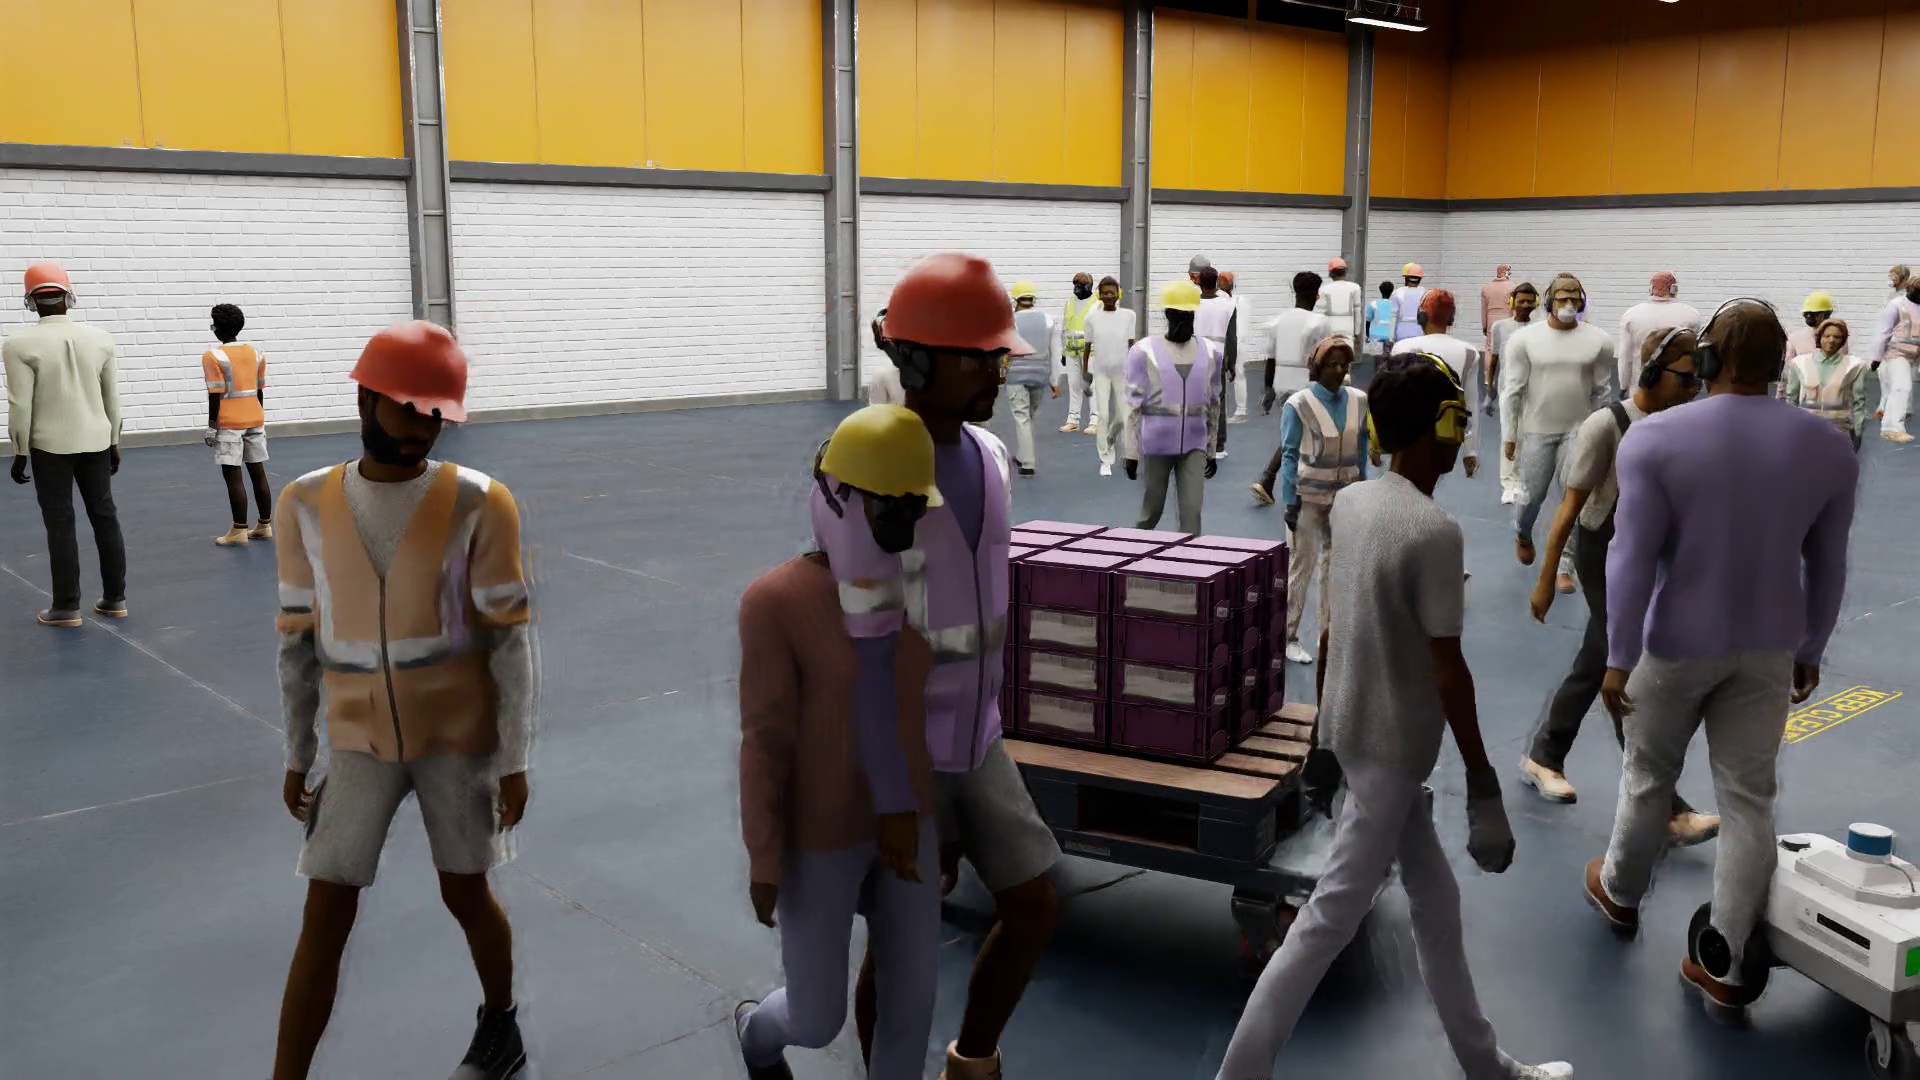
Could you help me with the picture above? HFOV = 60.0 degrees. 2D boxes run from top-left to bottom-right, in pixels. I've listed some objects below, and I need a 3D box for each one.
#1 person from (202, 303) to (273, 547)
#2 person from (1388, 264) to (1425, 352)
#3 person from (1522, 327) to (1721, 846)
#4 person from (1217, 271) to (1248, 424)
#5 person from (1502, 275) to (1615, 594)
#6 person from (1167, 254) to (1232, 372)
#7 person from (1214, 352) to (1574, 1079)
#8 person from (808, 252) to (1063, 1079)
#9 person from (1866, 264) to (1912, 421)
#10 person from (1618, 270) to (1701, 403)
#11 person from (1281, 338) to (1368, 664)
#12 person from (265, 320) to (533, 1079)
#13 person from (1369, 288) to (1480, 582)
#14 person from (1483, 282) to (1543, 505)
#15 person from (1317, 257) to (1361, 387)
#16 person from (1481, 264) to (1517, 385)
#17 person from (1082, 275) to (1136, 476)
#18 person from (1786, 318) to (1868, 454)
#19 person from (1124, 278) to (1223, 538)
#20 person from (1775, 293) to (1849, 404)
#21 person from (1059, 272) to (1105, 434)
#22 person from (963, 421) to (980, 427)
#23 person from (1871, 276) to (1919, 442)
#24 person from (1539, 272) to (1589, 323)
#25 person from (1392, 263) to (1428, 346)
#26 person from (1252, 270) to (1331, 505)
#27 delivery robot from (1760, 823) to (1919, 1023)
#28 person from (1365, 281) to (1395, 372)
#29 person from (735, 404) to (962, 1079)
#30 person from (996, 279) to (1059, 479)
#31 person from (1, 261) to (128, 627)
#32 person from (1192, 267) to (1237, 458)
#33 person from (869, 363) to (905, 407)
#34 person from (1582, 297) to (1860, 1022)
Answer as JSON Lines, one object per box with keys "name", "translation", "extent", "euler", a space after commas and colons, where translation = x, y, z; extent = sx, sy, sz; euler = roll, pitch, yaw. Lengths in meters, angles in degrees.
{"name": "person", "translation": [-5.069, -0.803, 11.645], "extent": [0.317, 1.695, 0.540], "euler": [3, 10, 19]}
{"name": "person", "translation": [5.993, -2.705, 22.166], "extent": [0.552, 1.901, 0.782], "euler": [2, 10, 12]}
{"name": "person", "translation": [2.357, 0.142, 5.875], "extent": [0.570, 1.775, 0.968], "euler": [-5, 11, -26]}
{"name": "person", "translation": [3.130, -2.275, 19.870], "extent": [0.986, 1.827, 0.579], "euler": [-9, 13, -42]}
{"name": "person", "translation": [3.653, -0.668, 10.249], "extent": [0.636, 1.919, 0.784], "euler": [2, 10, 9]}
{"name": "person", "translation": [2.495, -1.959, 17.410], "extent": [0.687, 2.000, 0.538], "euler": [0, 10, 3]}
{"name": "person", "translation": [0.972, 0.494, 3.728], "extent": [0.970, 1.812, 0.593], "euler": [-1, 10, -7]}
{"name": "person", "translation": [-0.023, 0.433, 3.442], "extent": [0.529, 2.024, 0.631], "euler": [8, 13, 39]}
{"name": "person", "translation": [11.433, -2.410, 20.416], "extent": [0.738, 1.910, 0.656], "euler": [2, 10, 10]}
{"name": "person", "translation": [5.936, -1.332, 14.153], "extent": [0.642, 1.902, 0.399], "euler": [5, 11, 25]}
{"name": "person", "translation": [1.802, -0.194, 8.292], "extent": [0.521, 1.620, 0.342], "euler": [-4, 11, -23]}
{"name": "person", "translation": [-1.266, 0.464, 3.711], "extent": [0.597, 1.876, 0.753], "euler": [-1, 10, -4]}
{"name": "person", "translation": [2.831, -0.581, 9.935], "extent": [0.578, 1.844, 0.958], "euler": [-3, 10, -19]}
{"name": "person", "translation": [4.665, -1.239, 13.888], "extent": [0.537, 1.819, 0.975], "euler": [2, 10, 13]}
{"name": "person", "translation": [5.264, -2.909, 23.069], "extent": [0.619, 2.017, 0.796], "euler": [1, 10, 5]}
{"name": "person", "translation": [8.443, -3.344, 25.934], "extent": [0.407, 1.902, 0.639], "euler": [-9, 13, -43]}
{"name": "person", "translation": [1.405, -1.540, 15.522], "extent": [0.543, 1.851, 0.650], "euler": [-1, 10, -6]}
{"name": "person", "translation": [6.067, -0.758, 11.677], "extent": [0.518, 1.612, 0.796], "euler": [6, 11, 31]}
{"name": "person", "translation": [1.230, -0.579, 9.753], "extent": [0.600, 1.902, 0.864], "euler": [-2, 10, -12]}
{"name": "person", "translation": [7.237, -1.238, 14.144], "extent": [0.936, 1.715, 0.552], "euler": [-5, 11, -28]}
{"name": "person", "translation": [1.406, -2.128, 18.986], "extent": [0.631, 1.840, 0.428], "euler": [8, 12, 38]}
{"name": "person", "translation": [-0.110, -0.886, 11.814], "extent": [0.597, 1.815, 0.556], "euler": [-5, 11, -25]}
{"name": "person", "translation": [10.414, -1.973, 18.194], "extent": [0.636, 1.813, 0.698], "euler": [-4, 10, -21]}
{"name": "person", "translation": [7.260, -2.315, 20.116], "extent": [0.562, 1.824, 0.684], "euler": [7, 12, 35]}
{"name": "person", "translation": [6.285, -2.904, 23.280], "extent": [0.594, 1.922, 0.386], "euler": [-2, 10, -11]}
{"name": "person", "translation": [2.728, -1.248, 13.634], "extent": [0.990, 1.919, 0.582], "euler": [-7, 12, -34]}
{"name": "delivery robot", "translation": [2.333, 0.976, 4.295], "extent": [0.477, 0.478, 0.707], "euler": [-2, 10, -13]}
{"name": "person", "translation": [6.282, -3.008, 24.698], "extent": [0.536, 1.648, 0.861], "euler": [1, 10, 5]}
{"name": "person", "translation": [-0.268, 0.573, 3.449], "extent": [0.549, 1.735, 0.612], "euler": [-7, 12, -36]}
{"name": "person", "translation": [0.540, -1.487, 15.335], "extent": [0.626, 1.796, 0.844], "euler": [-4, 10, -22]}
{"name": "person", "translation": [-4.911, -0.521, 9.131], "extent": [0.392, 1.991, 0.612], "euler": [7, 12, 34]}
{"name": "person", "translation": [2.470, -1.765, 16.637], "extent": [0.597, 1.914, 0.372], "euler": [1, 10, 6]}
{"name": "person", "translation": [-0.269, -0.530, 10.275], "extent": [0.530, 1.604, 0.692], "euler": [-5, 11, -26]}
{"name": "person", "translation": [2.087, 0.283, 4.670], "extent": [0.660, 1.901, 0.938], "euler": [1, 10, 5]}
